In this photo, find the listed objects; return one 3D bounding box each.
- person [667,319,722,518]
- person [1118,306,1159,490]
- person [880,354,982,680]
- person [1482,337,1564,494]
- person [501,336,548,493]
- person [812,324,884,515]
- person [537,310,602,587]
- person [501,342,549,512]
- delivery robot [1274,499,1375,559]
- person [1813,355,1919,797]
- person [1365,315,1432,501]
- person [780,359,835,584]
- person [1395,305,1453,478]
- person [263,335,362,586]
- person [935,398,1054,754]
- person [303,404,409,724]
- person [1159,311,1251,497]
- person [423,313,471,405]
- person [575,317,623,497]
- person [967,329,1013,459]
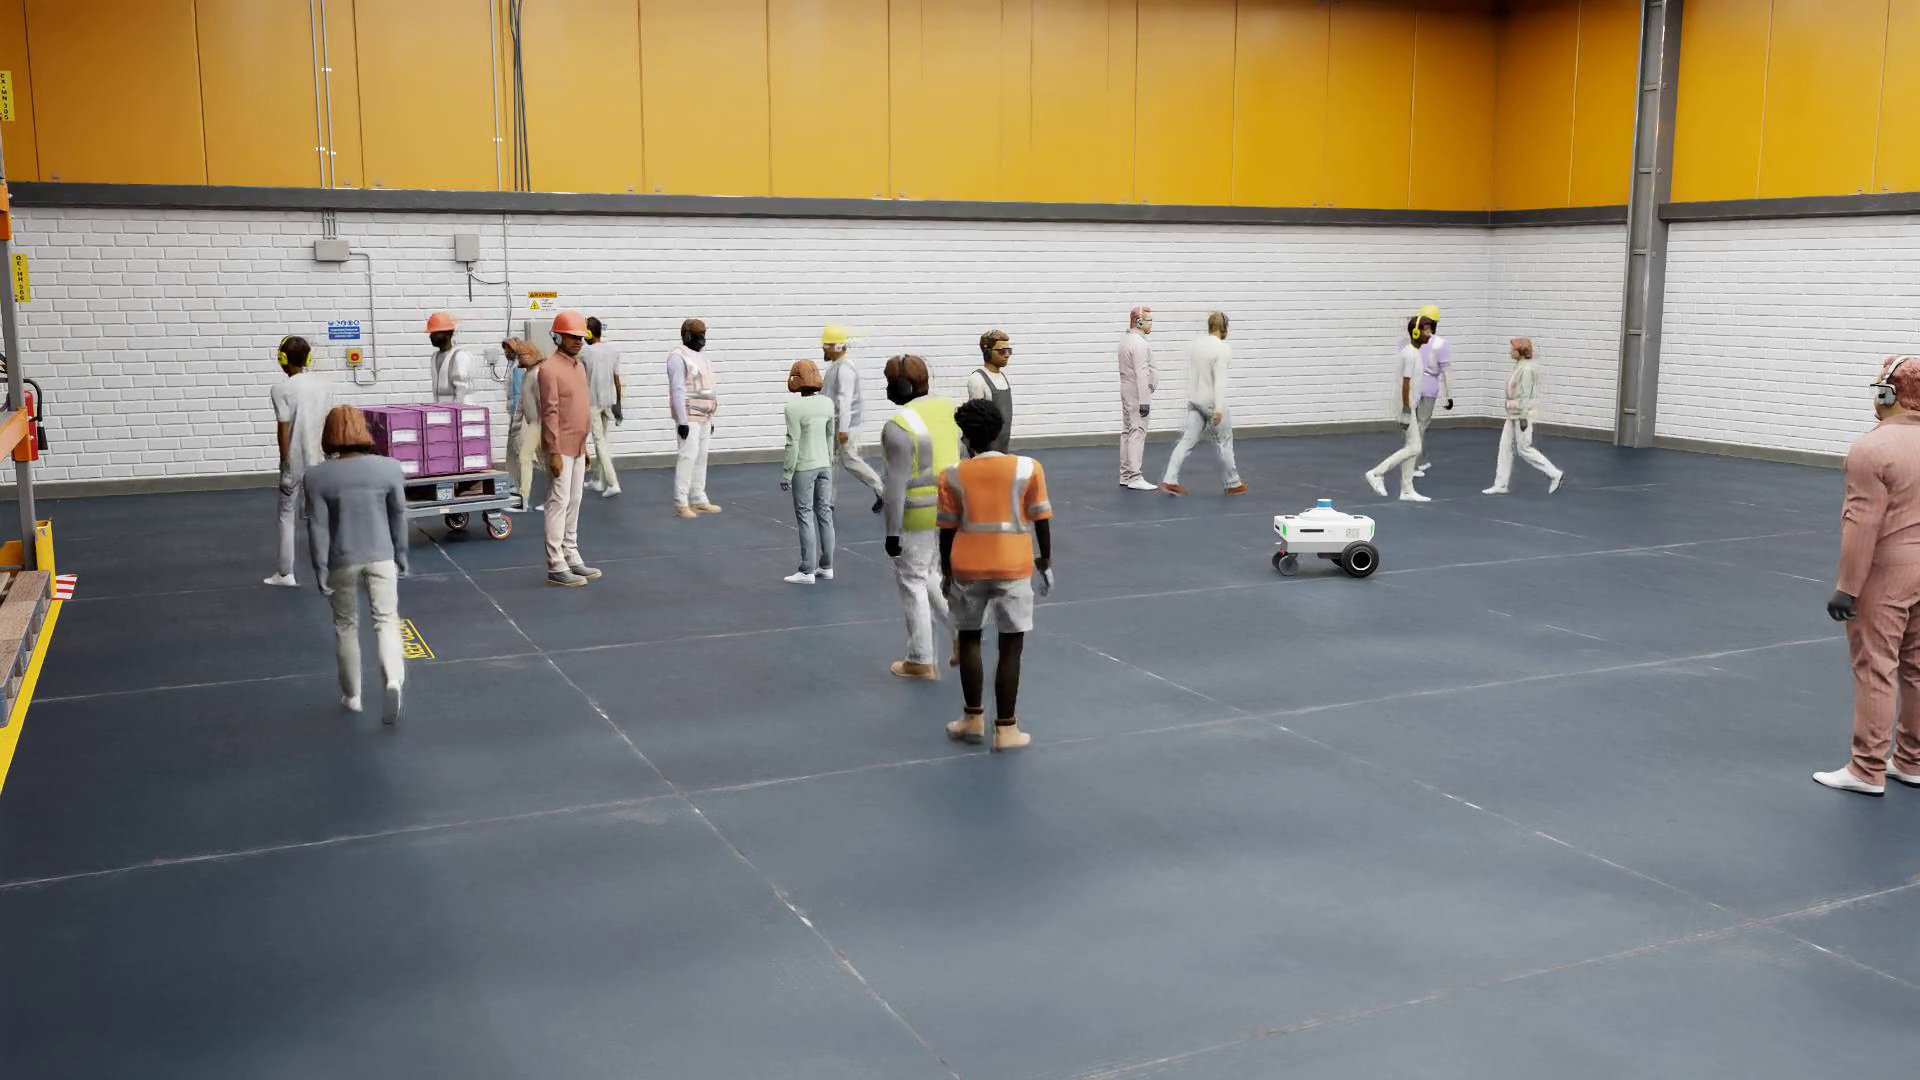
[{"bbox_3d":[-2.458,-1.128,15.455,0.430,1.838,0.667,3,10,18],"label":"person"},{"bbox_3d":[1.874,-1.481,17.390,0.406,1.906,0.654,-2,9,-9],"label":"person"},{"bbox_3d":[-0.214,-0.111,9.151,0.463,1.822,0.645,6,11,32],"label":"person"},{"bbox_3d":[5.733,-1.250,16.851,0.709,1.615,0.522,1,9,3],"label":"person"},{"bbox_3d":[-4.408,-1.245,16.786,0.608,1.621,0.543,-3,10,-18],"label":"person"},{"bbox_3d":[-1.029,-1.112,15.458,0.836,1.798,0.600,-2,9,-14],"label":"person"},{"bbox_3d":[-2.838,-0.669,12.088,0.392,1.991,0.613,2,9,10],"label":"person"},{"bbox_3d":[-4.102,-1.059,15.687,0.705,1.604,0.518,-4,10,-24],"label":"person"},{"bbox_3d":[2.729,-0.065,12.493,0.707,0.478,0.477,0,9,0],"label":"delivery robot"},{"bbox_3d":[4.027,0.157,7.223,0.641,1.910,0.401,-4,10,-21],"label":"person"},{"bbox_3d":[4.366,-1.286,16.387,0.541,1.847,0.508,3,10,18],"label":"person"},{"bbox_3d":[-1.109,-0.498,12.128,0.279,1.634,0.499,7,11,36],"label":"person"},{"bbox_3d":[5.198,-1.652,18.499,0.611,1.884,0.899,8,12,42],"label":"person"},{"bbox_3d":[-4.624,-0.542,11.858,0.905,1.838,0.536,5,10,29],"label":"person"},{"bbox_3d":[0.148,0.169,7.901,0.566,1.667,0.413,2,9,14],"label":"person"},{"bbox_3d":[-3.014,0.120,8.380,0.500,1.607,0.718,-5,10,-27],"label":"person"},{"bbox_3d":[2.467,-1.354,16.727,1.017,1.889,0.634,-5,10,-28],"label":"person"},{"bbox_3d":[-4.814,-1.181,15.612,0.551,1.885,1.008,6,11,34],"label":"person"},{"bbox_3d":[-3.676,-1.349,16.894,0.907,1.829,0.504,9,13,43],"label":"person"},{"bbox_3d":[0.227,-0.626,12.269,0.336,1.844,0.508,5,10,27],"label":"person"}]
